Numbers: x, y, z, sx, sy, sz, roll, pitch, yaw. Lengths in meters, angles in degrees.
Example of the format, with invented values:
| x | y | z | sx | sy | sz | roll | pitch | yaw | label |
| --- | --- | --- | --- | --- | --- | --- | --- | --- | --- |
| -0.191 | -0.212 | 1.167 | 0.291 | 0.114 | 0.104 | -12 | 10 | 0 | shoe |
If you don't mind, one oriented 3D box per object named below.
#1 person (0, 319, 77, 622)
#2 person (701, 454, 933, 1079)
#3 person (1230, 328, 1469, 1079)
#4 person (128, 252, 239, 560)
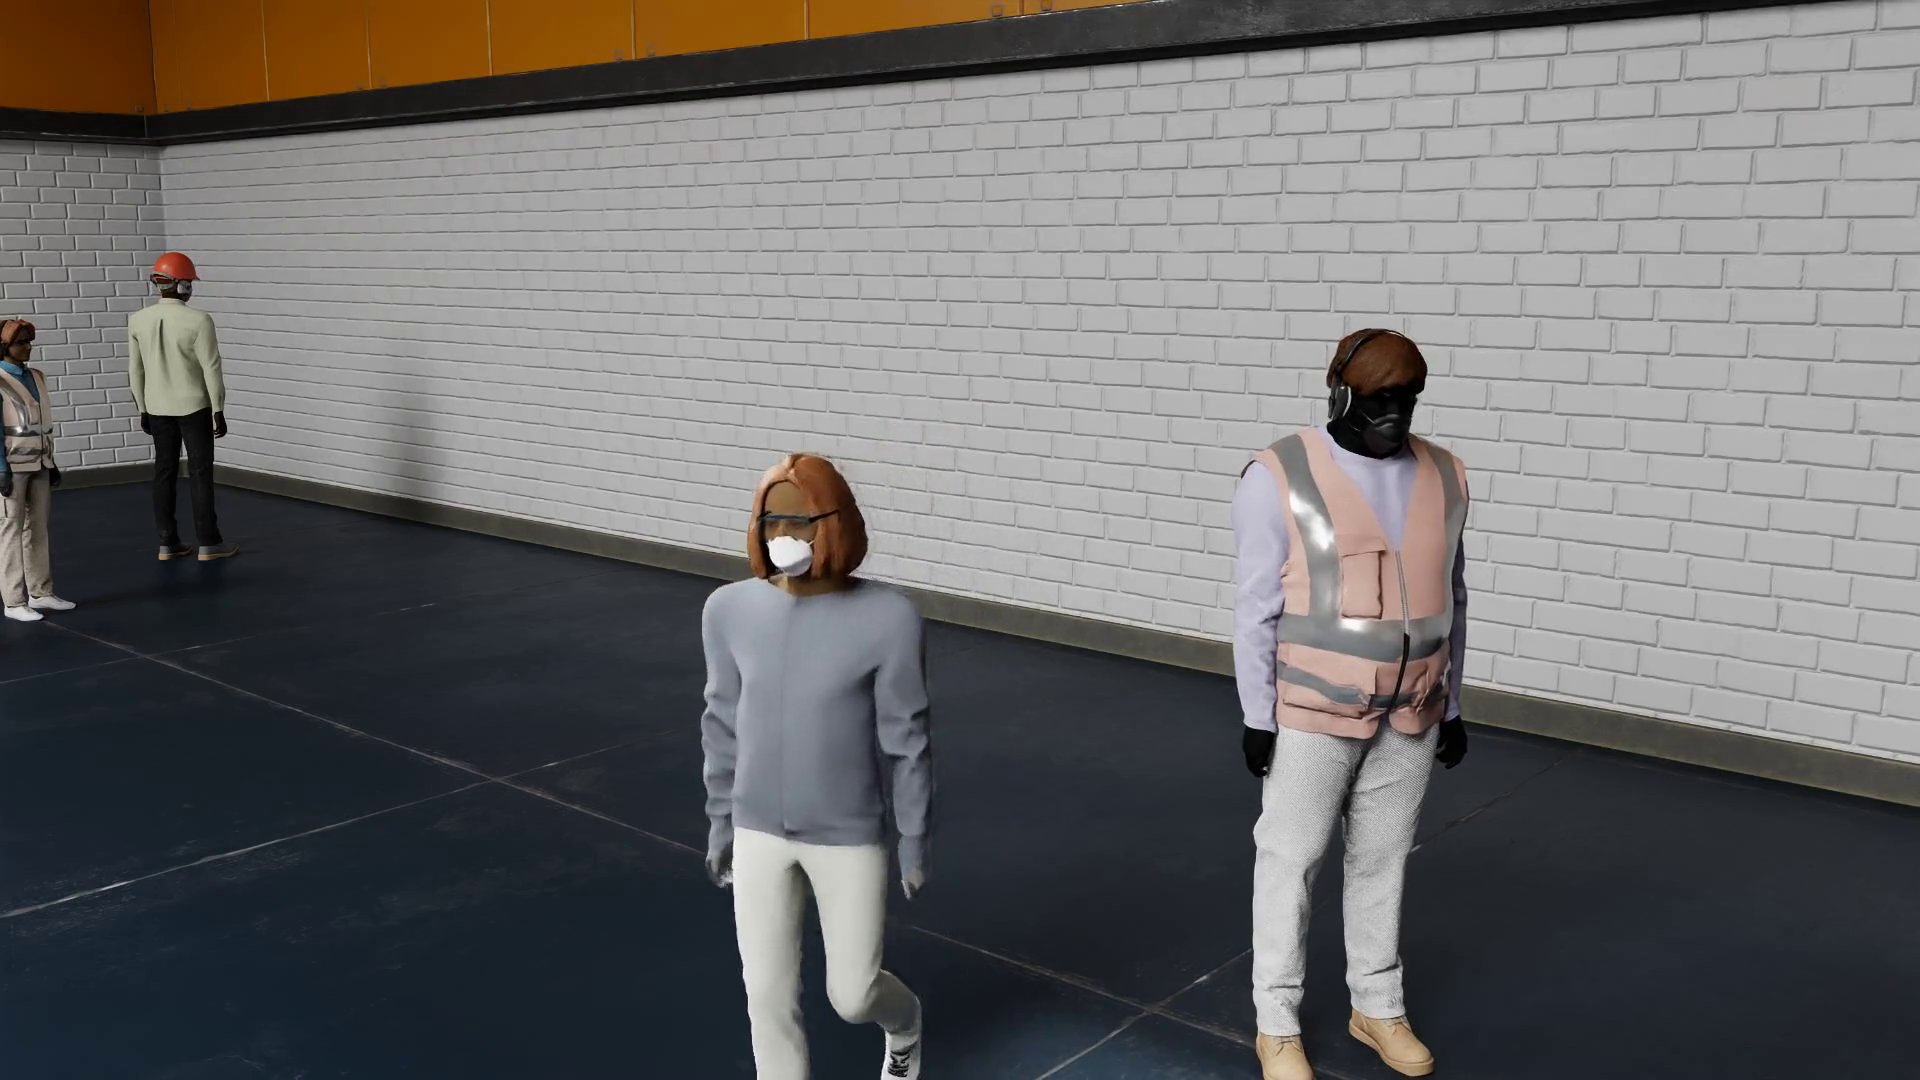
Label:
| x | y | z | sx | sy | sz | roll | pitch | yaw | label |
| --- | --- | --- | --- | --- | --- | --- | --- | --- | --- |
| -5.133 | -0.383 | 9.105 | 0.307 | 1.641 | 0.514 | 1 | 10 | 3 | person |
| -0.287 | 0.608 | 3.537 | 0.503 | 1.616 | 0.605 | 3 | 10 | 18 | person |
| 0.959 | 0.412 | 4.023 | 0.622 | 1.838 | 0.429 | -3 | 10 | -17 | person |
| -5.050 | -0.860 | 10.808 | 0.623 | 1.992 | 0.396 | 2 | 10 | 9 | person |
